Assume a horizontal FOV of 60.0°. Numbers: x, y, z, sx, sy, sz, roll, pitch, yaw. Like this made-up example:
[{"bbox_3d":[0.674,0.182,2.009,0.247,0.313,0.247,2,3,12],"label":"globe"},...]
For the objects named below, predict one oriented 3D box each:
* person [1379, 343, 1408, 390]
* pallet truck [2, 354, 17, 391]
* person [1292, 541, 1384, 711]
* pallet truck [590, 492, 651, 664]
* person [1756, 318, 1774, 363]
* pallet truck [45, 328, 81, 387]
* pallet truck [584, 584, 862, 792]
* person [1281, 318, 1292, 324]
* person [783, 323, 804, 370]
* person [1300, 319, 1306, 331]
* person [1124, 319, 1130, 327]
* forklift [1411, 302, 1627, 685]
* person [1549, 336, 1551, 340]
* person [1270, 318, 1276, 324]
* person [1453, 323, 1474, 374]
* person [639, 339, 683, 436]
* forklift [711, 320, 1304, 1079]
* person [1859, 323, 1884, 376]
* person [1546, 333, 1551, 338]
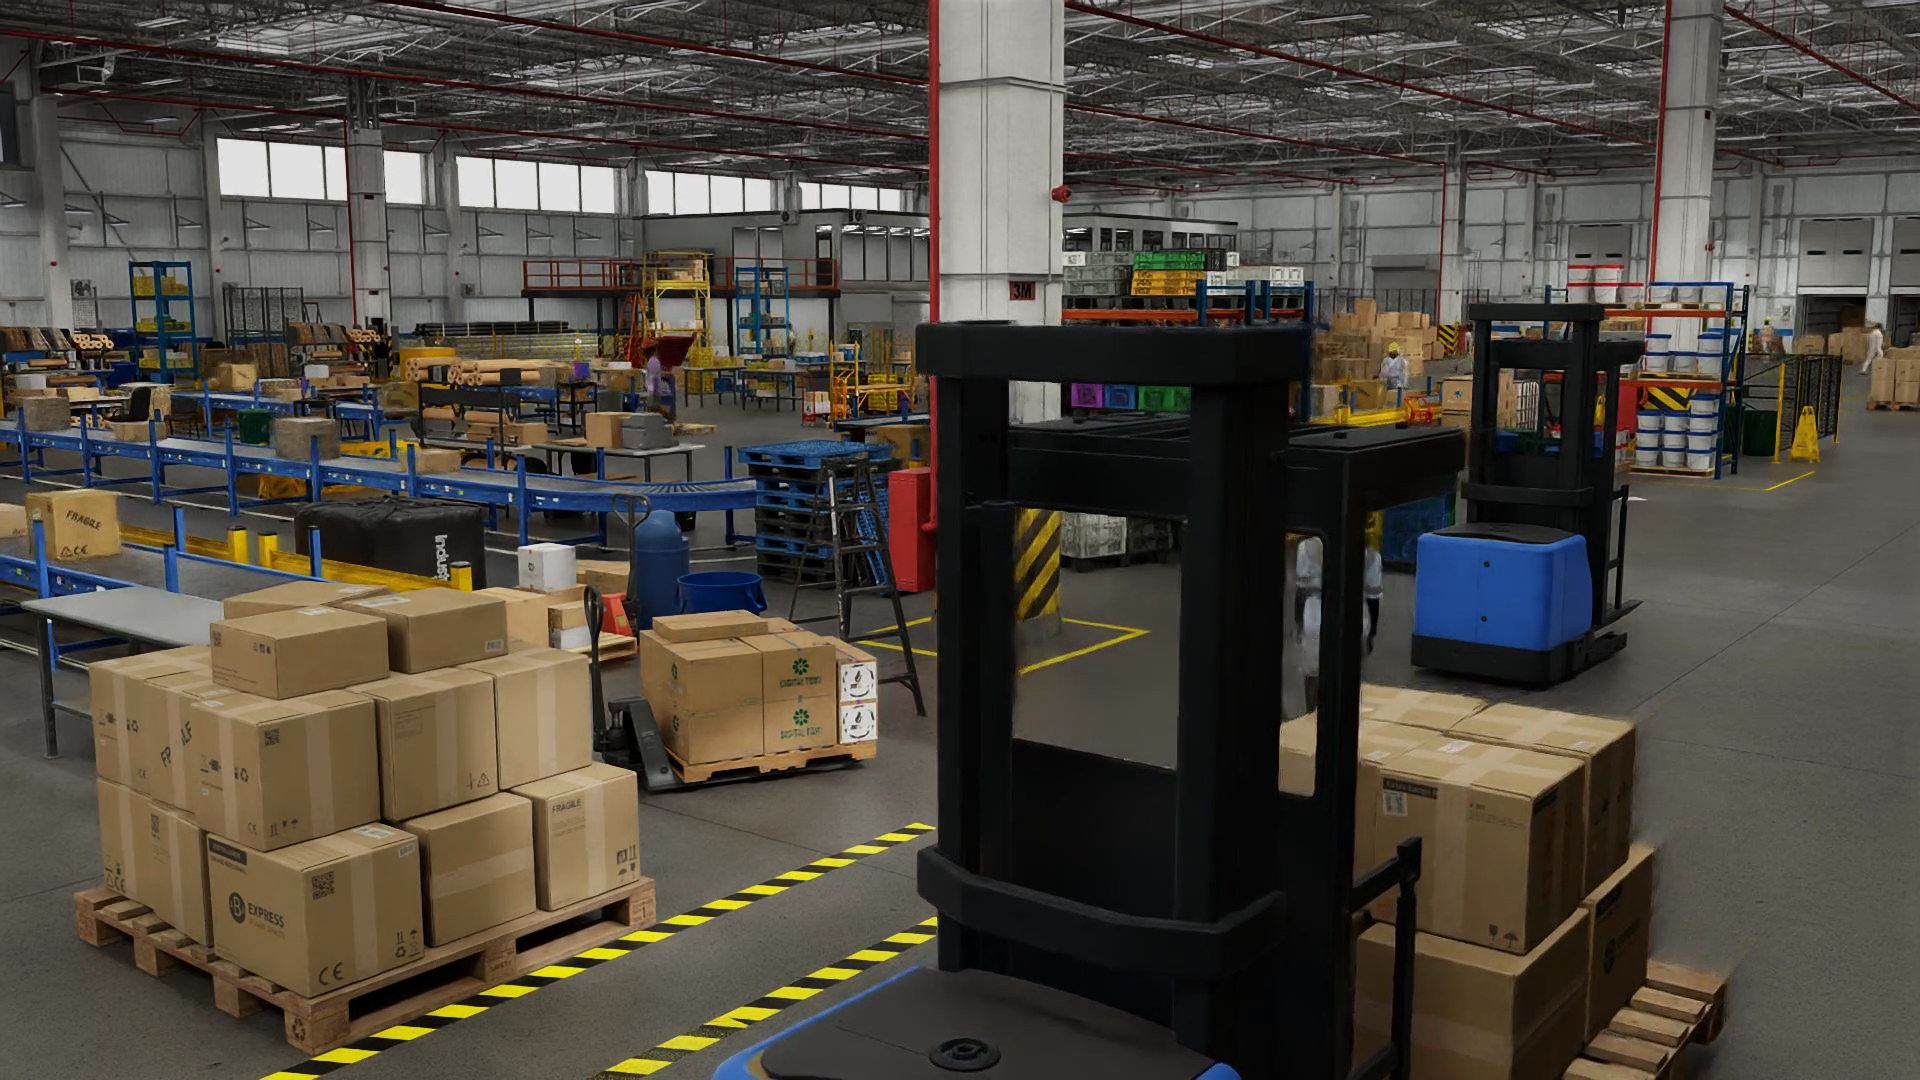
[{"bbox_3d":[9.473,-3.420,36.560,0.591,1.799,0.806,8,11,41],"label":"person"},{"bbox_3d":[-24.881,-4.417,42.634,1.885,1.965,0.823,8,11,41],"label":"pallet truck"},{"bbox_3d":[2.301,0.561,10.144,0.542,1.678,0.529,2,9,12],"label":"person"},{"bbox_3d":[-3.115,0.344,12.883,0.653,1.274,1.630,7,11,37],"label":"pallet truck"},{"bbox_3d":[33.448,-8.286,69.109,0.612,1.873,0.980,-1,8,-6],"label":"person"},{"bbox_3d":[-23.775,-4.544,43.495,1.885,1.965,0.823,6,10,35],"label":"pallet truck"},{"bbox_3d":[-1.426,0.805,10.019,1.601,1.201,0.680,-4,9,-26],"label":"pallet truck"},{"bbox_3d":[15.538,-9.824,79.284,0.609,1.940,0.414,-2,9,-16],"label":"person"},{"bbox_3d":[-6.258,-7.187,61.971,0.885,1.808,0.517,1,8,3],"label":"person"},{"bbox_3d":[16.316,-9.772,79.294,0.570,1.835,0.945,2,9,13],"label":"person"},{"bbox_3d":[6.291,-7.369,62.643,0.607,1.966,0.367,2,9,15],"label":"person"},{"bbox_3d":[4.379,-0.438,12.852,1.129,2.768,1.873,7,11,37],"label":"forklift"},{"bbox_3d":[14.697,-4.124,41.009,0.923,1.899,0.548,4,9,27],"label":"person"},{"bbox_3d":[14.412,-9.344,76.704,0.299,1.745,0.483,-2,9,-16],"label":"person"},{"bbox_3d":[18.104,-6.836,59.462,0.747,1.853,0.514,2,9,12],"label":"person"},{"bbox_3d":[-5.965,-2.985,32.973,0.802,2.012,0.644,-2,9,-12],"label":"person"},{"bbox_3d":[0.340,0.837,4.254,1.129,2.768,1.873,7,11,37],"label":"forklift"},{"bbox_3d":[31.920,-6.629,57.969,1.027,1.892,0.633,0,8,2],"label":"person"},{"bbox_3d":[14.816,-4.251,41.902,0.996,1.878,0.565,3,9,19],"label":"person"}]
